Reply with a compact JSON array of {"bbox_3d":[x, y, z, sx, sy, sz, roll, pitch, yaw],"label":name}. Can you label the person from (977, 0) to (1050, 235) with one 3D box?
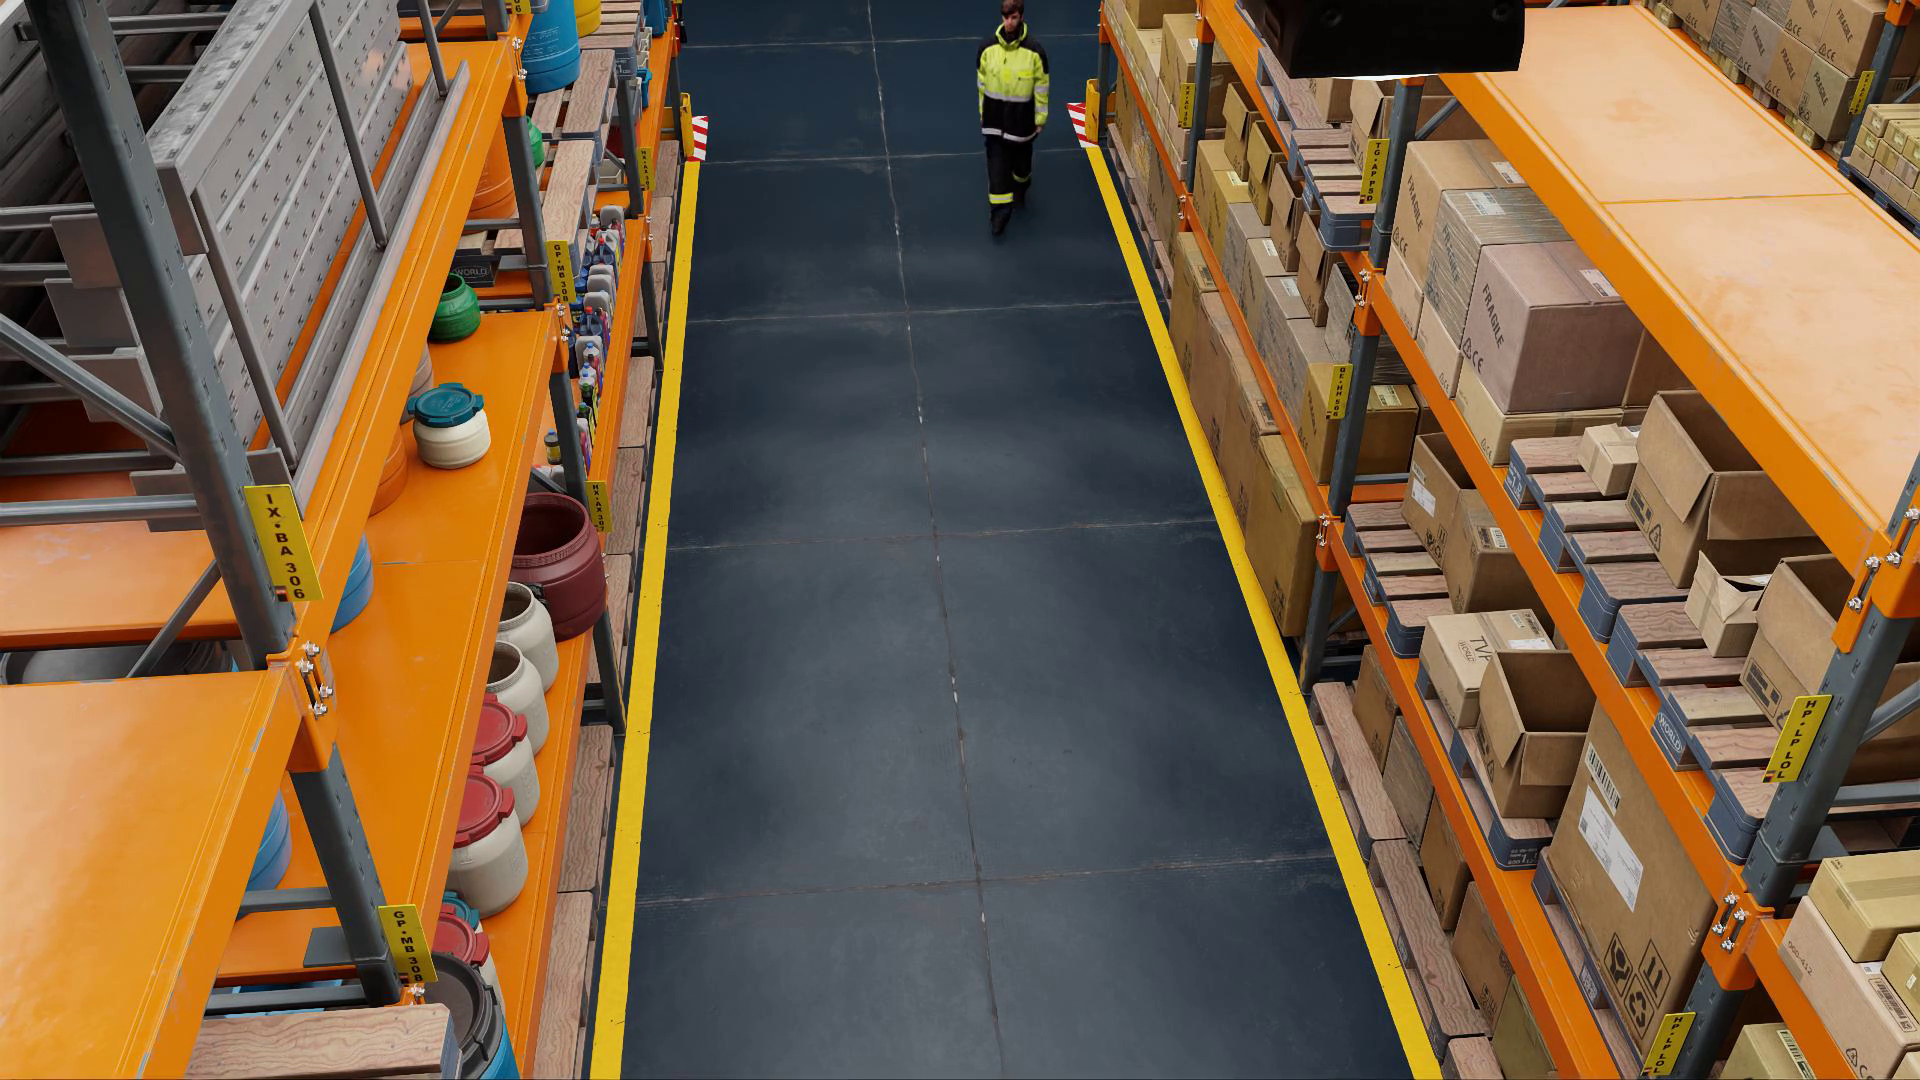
[{"bbox_3d":[0.467,-3.692,14.271,0.966,1.938,1.309,5,38,7],"label":"person"}]
